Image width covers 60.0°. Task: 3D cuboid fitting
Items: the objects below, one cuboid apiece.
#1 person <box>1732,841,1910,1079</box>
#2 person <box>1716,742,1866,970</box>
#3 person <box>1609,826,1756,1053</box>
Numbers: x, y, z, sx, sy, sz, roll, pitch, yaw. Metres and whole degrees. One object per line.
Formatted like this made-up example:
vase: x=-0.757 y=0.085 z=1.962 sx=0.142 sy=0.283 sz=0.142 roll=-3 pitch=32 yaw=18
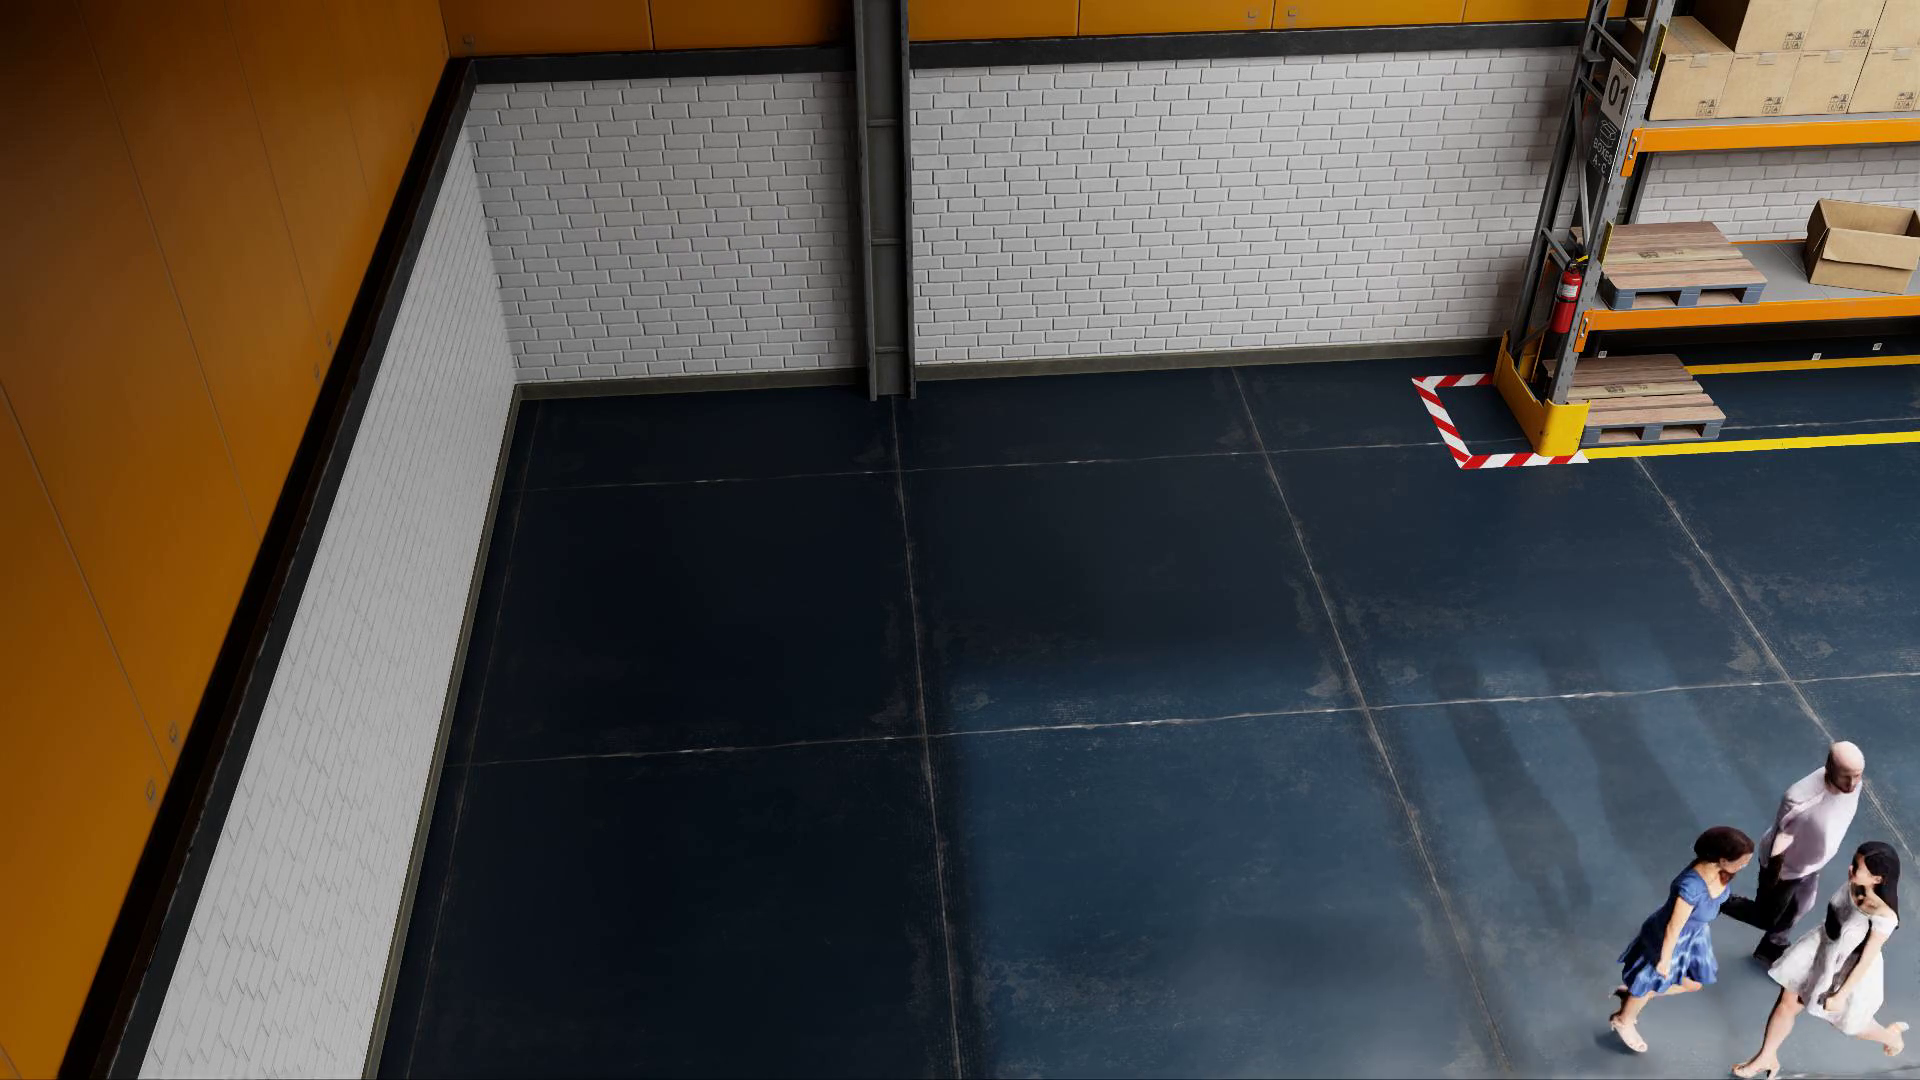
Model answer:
person: x=4.581 y=2.219 z=8.545 sx=1.092 sy=1.744 sz=0.643 roll=-1 pitch=39 yaw=-1
person: x=4.503 y=1.698 z=9.142 sx=1.045 sy=1.813 sz=1.006 roll=-24 pitch=44 yaw=-27
person: x=3.660 y=2.069 z=8.701 sx=0.876 sy=1.783 sz=0.812 roll=32 pitch=48 yaw=33
